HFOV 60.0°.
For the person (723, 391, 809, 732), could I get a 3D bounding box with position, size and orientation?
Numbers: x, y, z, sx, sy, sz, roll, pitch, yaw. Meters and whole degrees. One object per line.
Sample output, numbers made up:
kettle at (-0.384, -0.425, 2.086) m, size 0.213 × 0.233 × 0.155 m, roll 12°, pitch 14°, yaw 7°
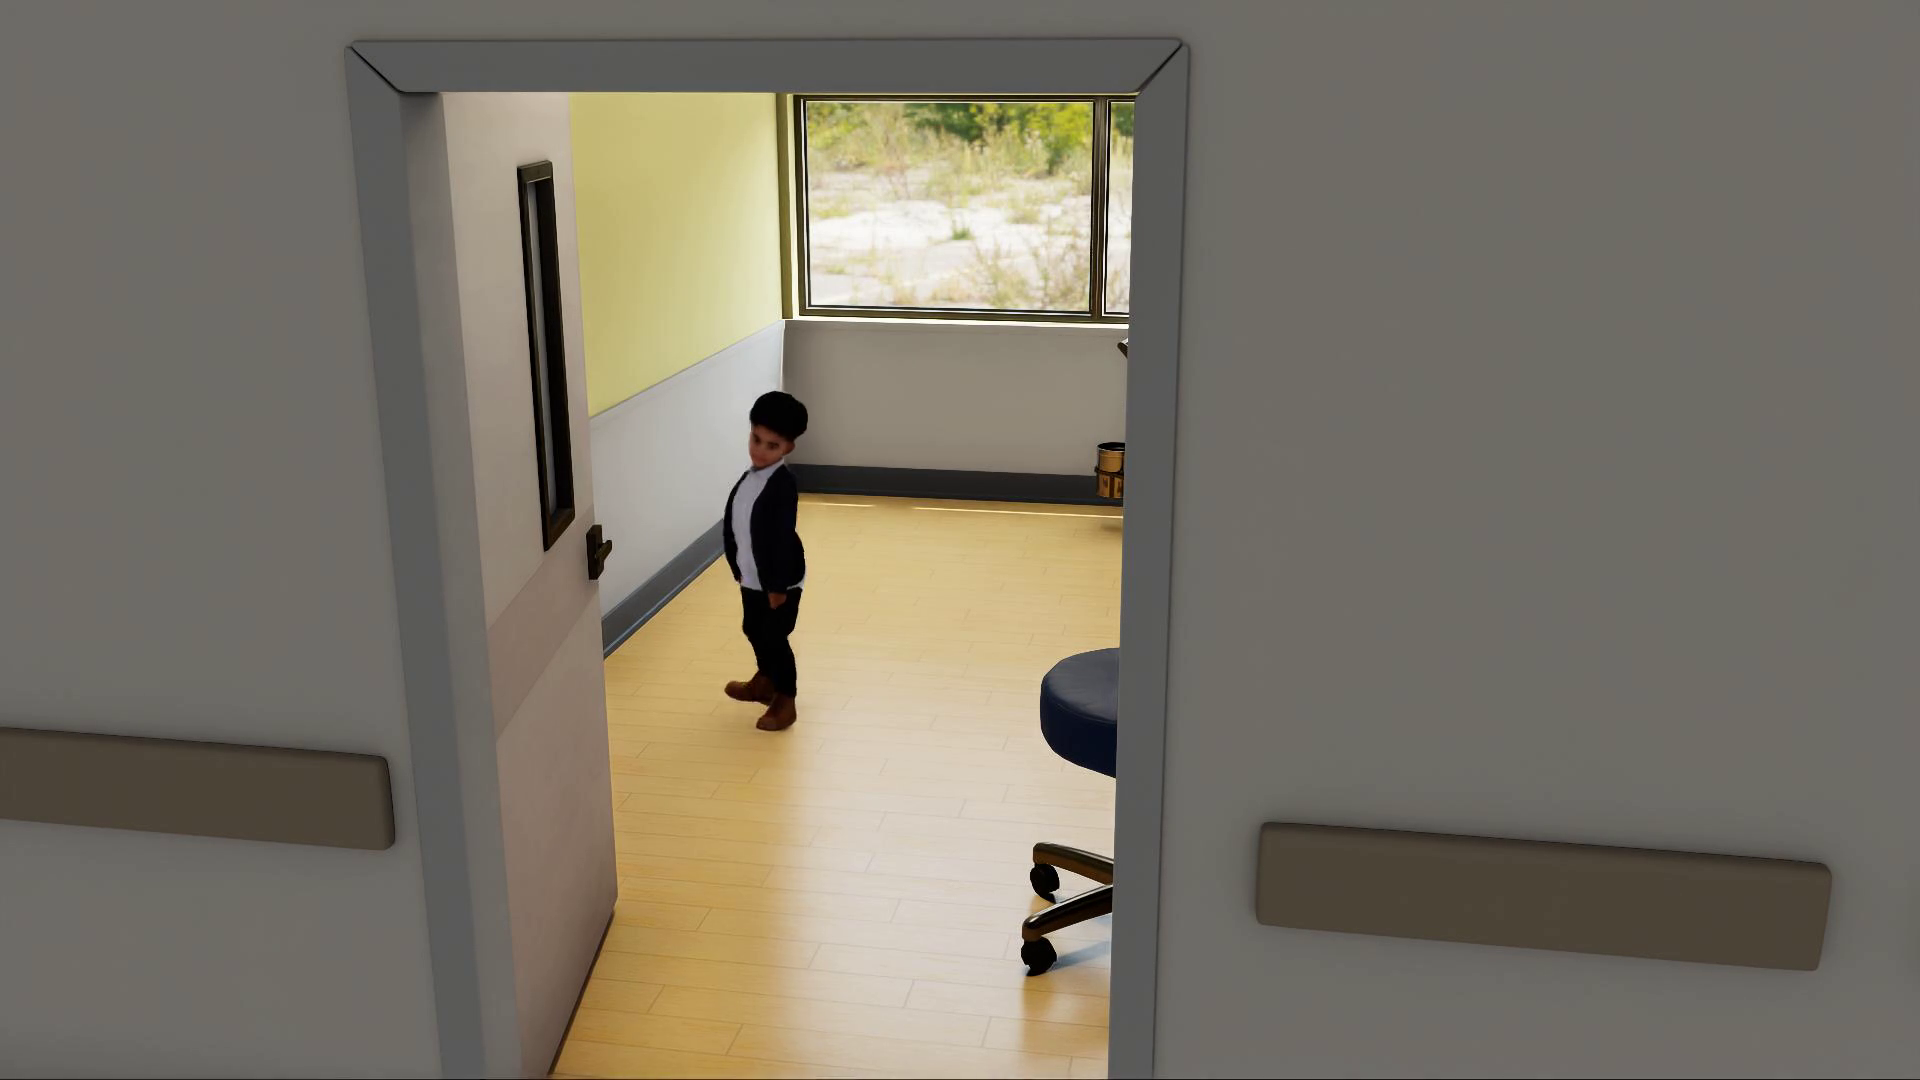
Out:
person at (-0.665, 0.073, 5.811) m, size 0.709 × 1.213 × 0.664 m, roll -6°, pitch 17°, yaw -20°
